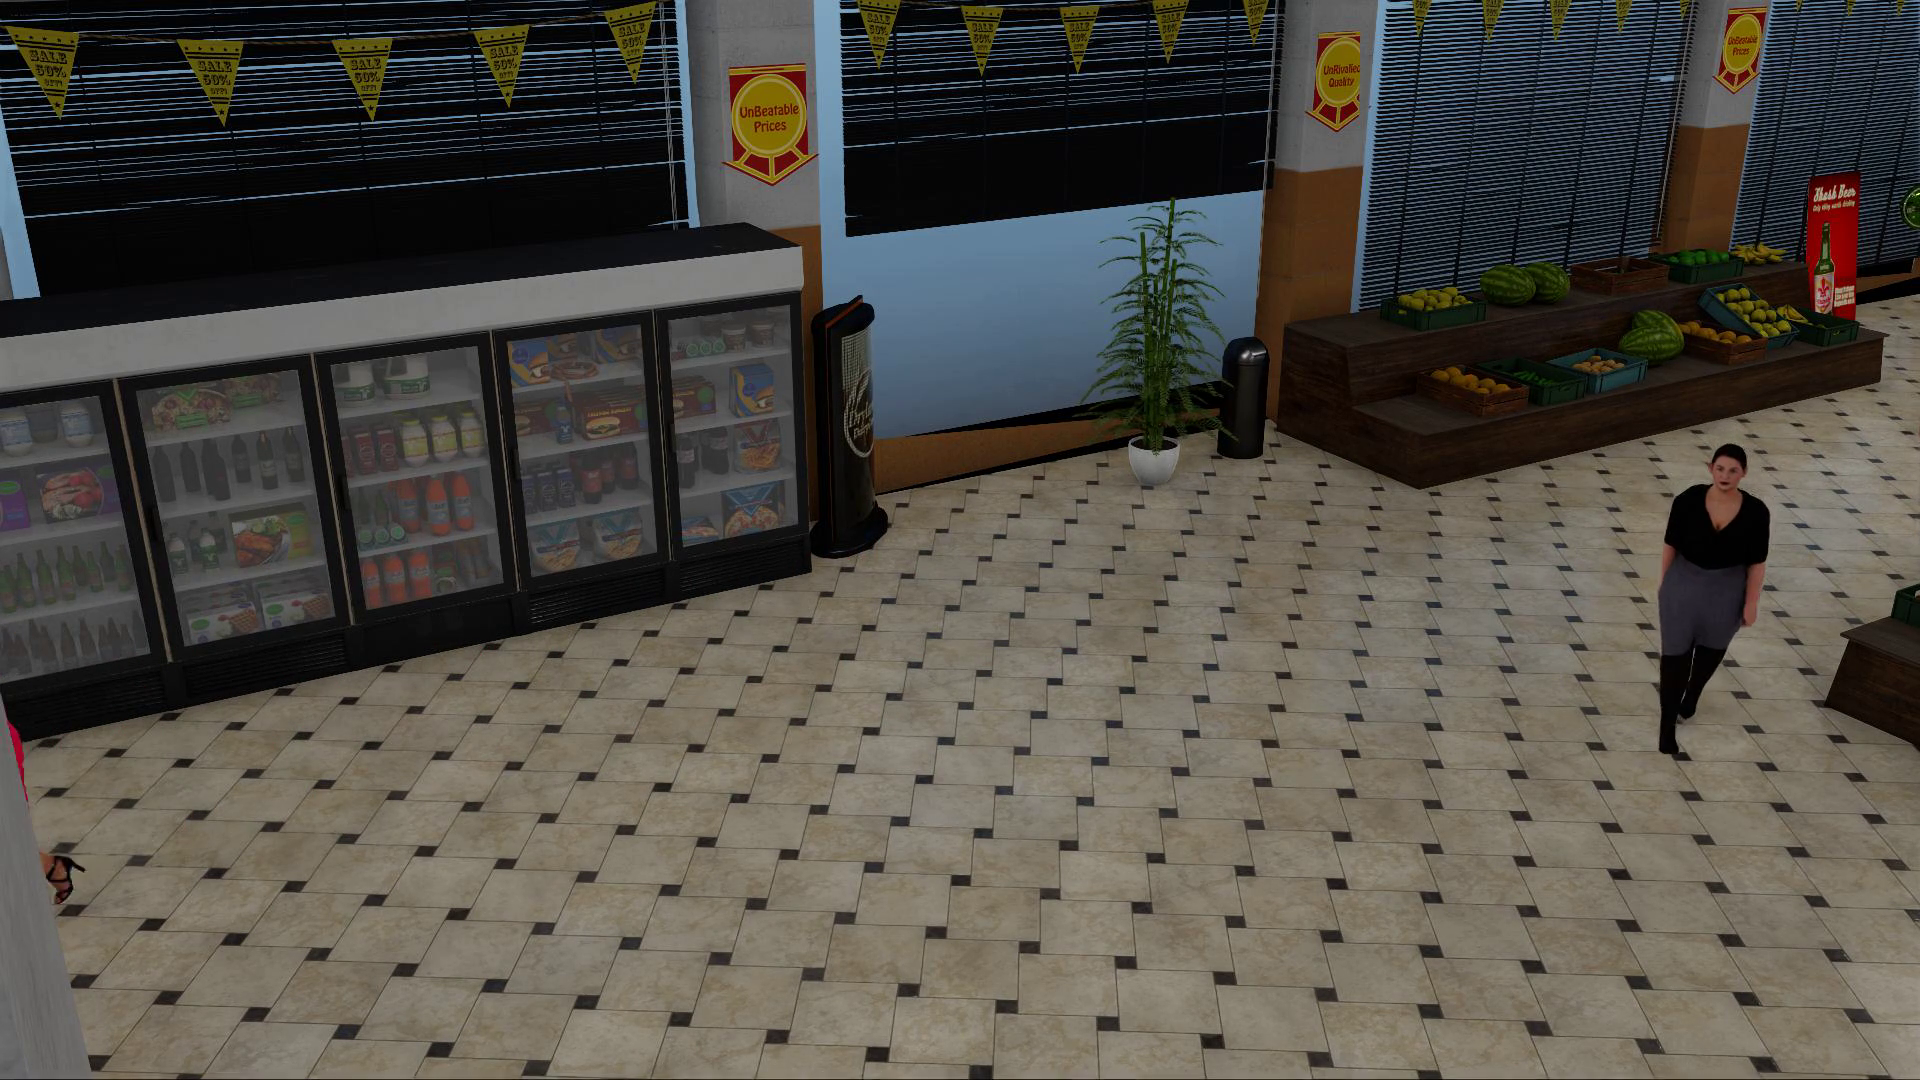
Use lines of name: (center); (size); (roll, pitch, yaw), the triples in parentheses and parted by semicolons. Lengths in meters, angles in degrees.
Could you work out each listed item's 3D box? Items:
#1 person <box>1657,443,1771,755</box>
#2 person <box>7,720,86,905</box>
person: (4.119, 0.294, 9.167); (1.057, 1.705, 1.197); (10, 24, 22)
person: (-4.282, 0.970, 7.474); (0.755, 1.713, 0.644); (-9, 23, -21)
